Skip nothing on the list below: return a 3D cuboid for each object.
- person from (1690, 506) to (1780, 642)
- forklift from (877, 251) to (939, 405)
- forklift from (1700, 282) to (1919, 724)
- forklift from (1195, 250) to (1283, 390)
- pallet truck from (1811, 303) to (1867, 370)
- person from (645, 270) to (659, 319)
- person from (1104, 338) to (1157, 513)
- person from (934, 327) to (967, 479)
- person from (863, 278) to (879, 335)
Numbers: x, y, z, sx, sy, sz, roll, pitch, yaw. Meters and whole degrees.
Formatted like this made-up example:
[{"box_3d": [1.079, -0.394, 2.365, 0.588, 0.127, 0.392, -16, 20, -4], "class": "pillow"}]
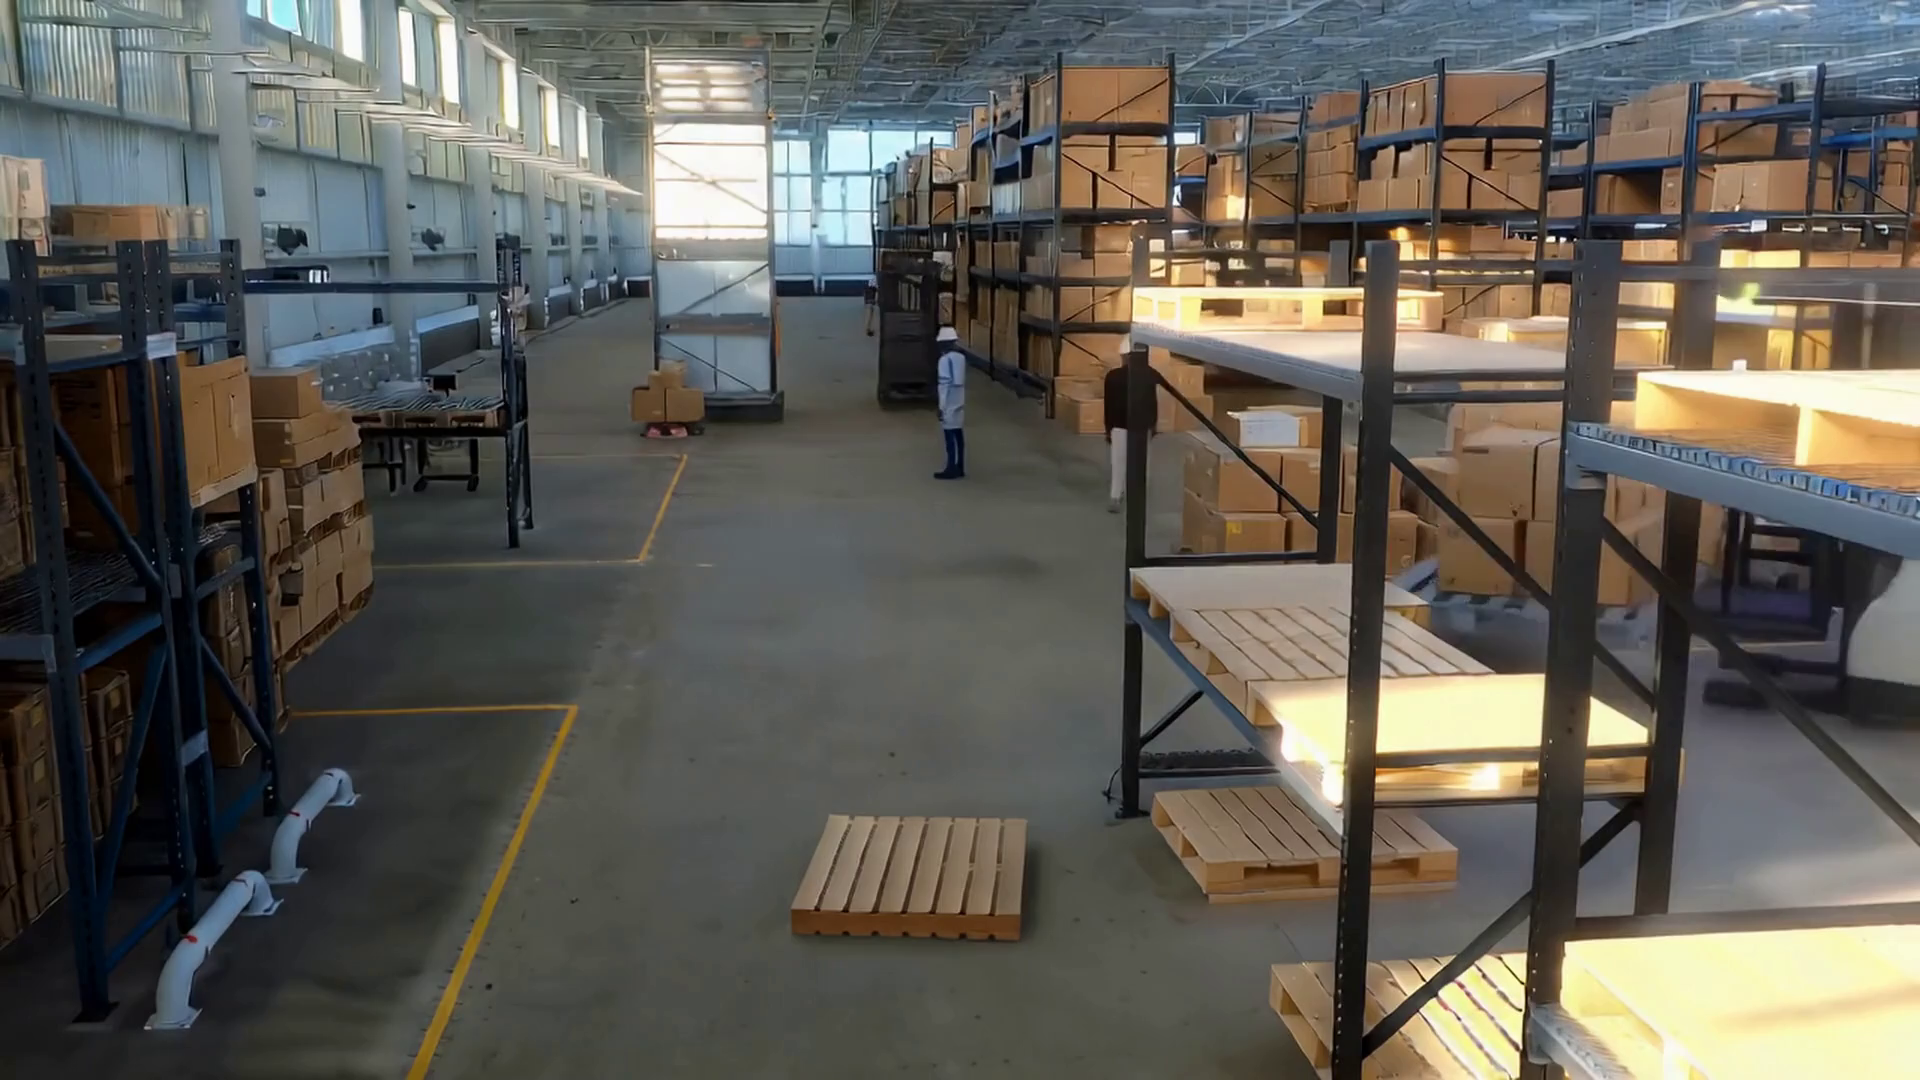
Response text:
[{"box_3d": [5.812, -0.161, 12.548, 0.938, 1.892, 0.664, 3, 11, 14], "class": "person"}, {"box_3d": [-0.972, -3.973, 30.949, 1.129, 2.768, 1.873, -1, 10, -6], "class": "forklift"}, {"box_3d": [5.920, -0.302, 10.605, 1.873, 2.768, 1.129, 6, 12, 30], "class": "forklift"}, {"box_3d": [5.730, -4.545, 34.115, 1.129, 2.768, 1.873, 8, 13, 37], "class": "forklift"}, {"box_3d": [15.846, -3.142, 28.793, 1.885, 1.965, 0.823, 2, 10, 12], "class": "pallet truck"}, {"box_3d": [-11.952, -9.525, 64.462, 0.400, 1.894, 0.653, 9, 14, 42], "class": "person"}, {"box_3d": [1.921, -1.308, 18.793, 0.631, 1.945, 1.010, 4, 11, 19], "class": "person"}, {"box_3d": [-0.137, -1.745, 21.211, 0.372, 1.939, 0.544, 6, 12, 32], "class": "person"}, {"box_3d": [-2.865, -7.471, 53.286, 0.573, 1.822, 0.797, 4, 11, 21], "class": "person"}]
